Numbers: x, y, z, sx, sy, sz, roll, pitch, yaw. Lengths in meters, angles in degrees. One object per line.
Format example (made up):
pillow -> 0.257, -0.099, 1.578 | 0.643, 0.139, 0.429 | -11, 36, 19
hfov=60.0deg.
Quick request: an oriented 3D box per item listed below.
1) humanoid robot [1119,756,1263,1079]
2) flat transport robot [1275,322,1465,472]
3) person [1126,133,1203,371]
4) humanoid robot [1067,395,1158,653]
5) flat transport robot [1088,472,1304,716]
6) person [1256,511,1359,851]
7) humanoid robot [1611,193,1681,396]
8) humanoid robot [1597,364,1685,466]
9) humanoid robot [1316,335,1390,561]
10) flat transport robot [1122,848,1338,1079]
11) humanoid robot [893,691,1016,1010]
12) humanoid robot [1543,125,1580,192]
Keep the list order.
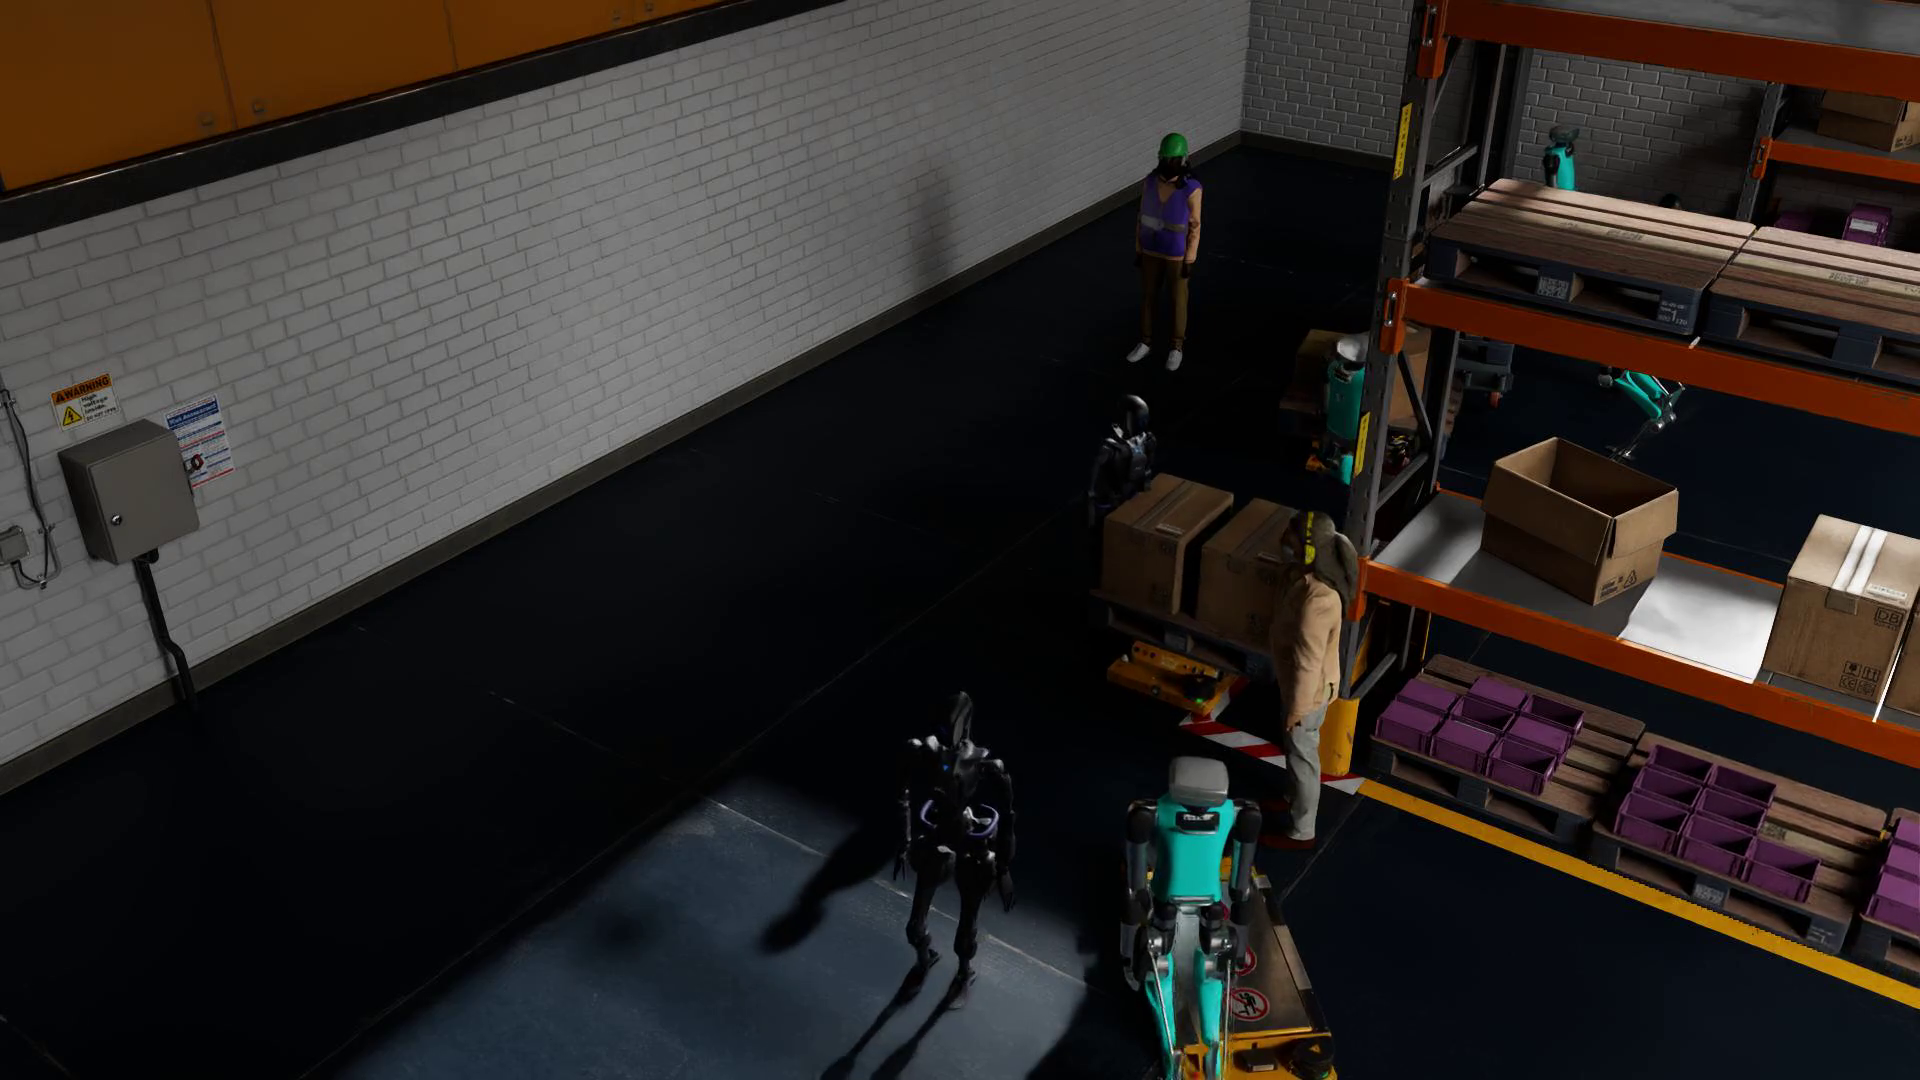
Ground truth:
humanoid robot -> 0.902, 1.747, 6.534 | 0.536, 1.786, 0.737 | -1, 30, -1
flat transport robot -> 3.074, -0.831, 12.482 | 0.659, 0.231, 1.431 | 12, 32, 19
person -> 1.669, -2.338, 13.430 | 0.538, 1.933, 0.406 | 17, 34, 26
humanoid robot -> 0.903, -0.118, 9.871 | 0.603, 1.638, 0.668 | -22, 37, -33
flat transport robot -> 1.524, 0.551, 10.083 | 0.659, 0.231, 1.431 | 19, 35, 29
person -> 1.704, 0.693, 8.247 | 0.390, 1.868, 0.558 | 4, 30, 8
humanoid robot -> 5.314, -1.877, 12.890 | 0.597, 1.649, 0.406 | 0, 30, 0
humanoid robot -> 4.801, -1.257, 11.617 | 0.533, 1.677, 0.735 | -25, 38, -36
humanoid robot -> 2.562, -0.473, 10.426 | 0.757, 1.814, 0.532 | -19, 35, -29
flat transport robot -> 1.210, 1.948, 7.660 | 0.659, 0.231, 1.431 | -3, 30, -6
humanoid robot -> -0.022, 1.367, 7.259 | 0.591, 1.655, 0.324 | 11, 32, 19
humanoid robot -> 5.294, -2.587, 14.091 | 1.004, 1.749, 0.530 | 18, 34, 28
